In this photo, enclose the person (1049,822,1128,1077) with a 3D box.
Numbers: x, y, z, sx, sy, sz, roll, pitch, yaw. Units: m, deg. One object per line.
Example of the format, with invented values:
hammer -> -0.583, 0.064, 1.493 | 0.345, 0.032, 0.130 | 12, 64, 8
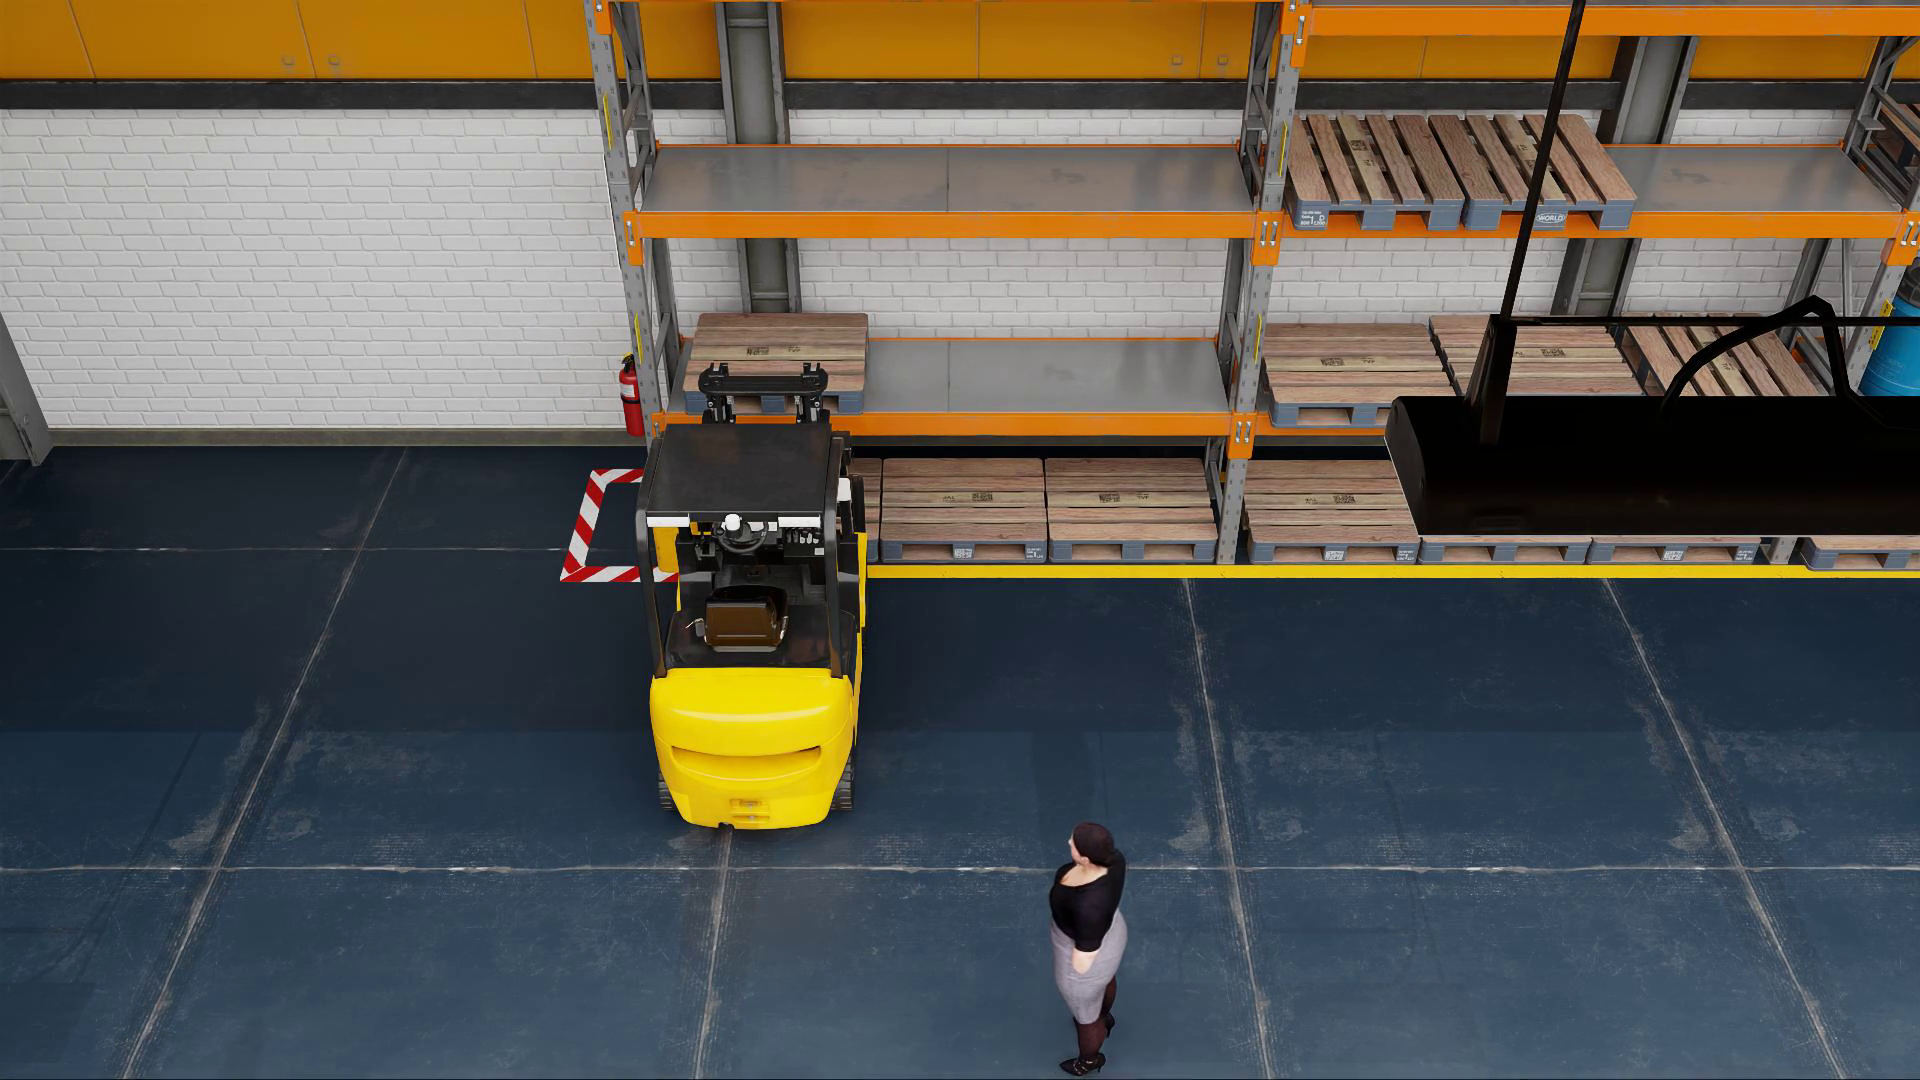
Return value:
person -> 0.659, 2.033, 8.283 | 0.728, 1.758, 0.749 | 12, 40, 14
